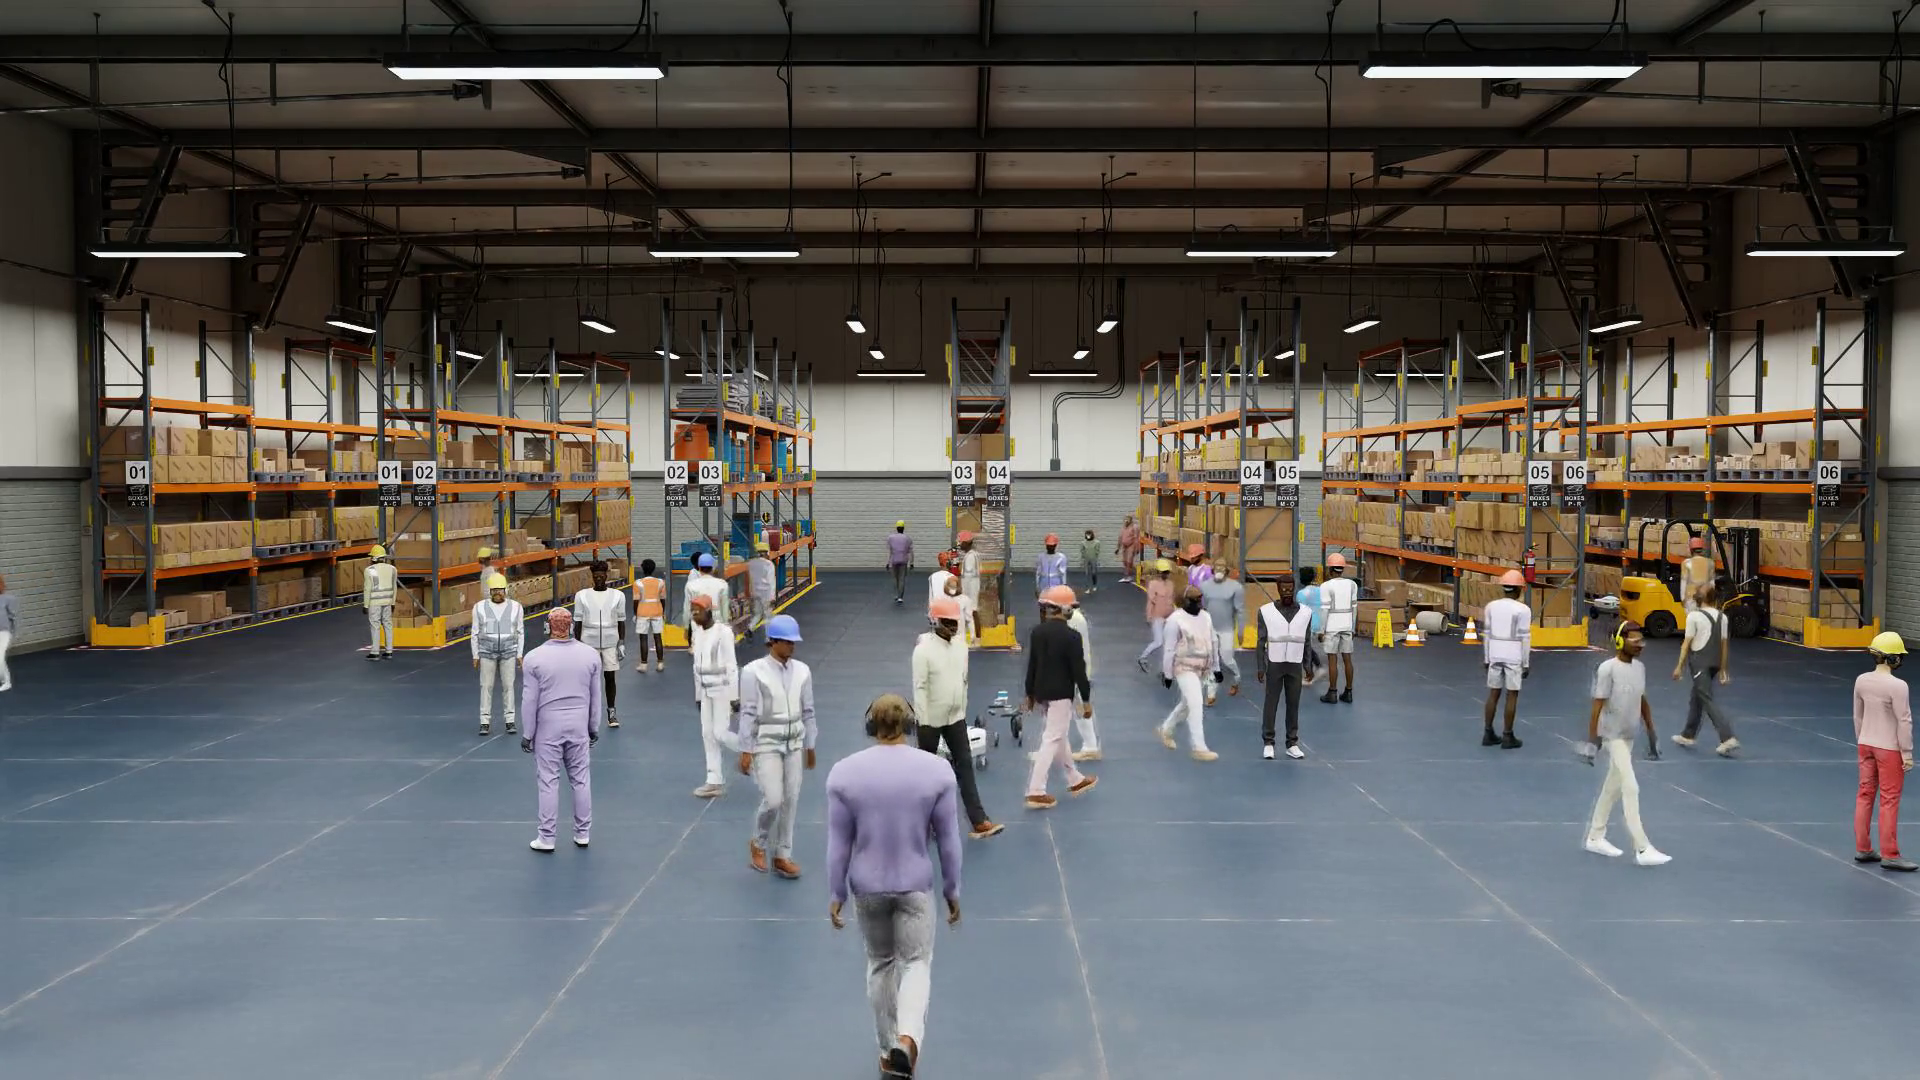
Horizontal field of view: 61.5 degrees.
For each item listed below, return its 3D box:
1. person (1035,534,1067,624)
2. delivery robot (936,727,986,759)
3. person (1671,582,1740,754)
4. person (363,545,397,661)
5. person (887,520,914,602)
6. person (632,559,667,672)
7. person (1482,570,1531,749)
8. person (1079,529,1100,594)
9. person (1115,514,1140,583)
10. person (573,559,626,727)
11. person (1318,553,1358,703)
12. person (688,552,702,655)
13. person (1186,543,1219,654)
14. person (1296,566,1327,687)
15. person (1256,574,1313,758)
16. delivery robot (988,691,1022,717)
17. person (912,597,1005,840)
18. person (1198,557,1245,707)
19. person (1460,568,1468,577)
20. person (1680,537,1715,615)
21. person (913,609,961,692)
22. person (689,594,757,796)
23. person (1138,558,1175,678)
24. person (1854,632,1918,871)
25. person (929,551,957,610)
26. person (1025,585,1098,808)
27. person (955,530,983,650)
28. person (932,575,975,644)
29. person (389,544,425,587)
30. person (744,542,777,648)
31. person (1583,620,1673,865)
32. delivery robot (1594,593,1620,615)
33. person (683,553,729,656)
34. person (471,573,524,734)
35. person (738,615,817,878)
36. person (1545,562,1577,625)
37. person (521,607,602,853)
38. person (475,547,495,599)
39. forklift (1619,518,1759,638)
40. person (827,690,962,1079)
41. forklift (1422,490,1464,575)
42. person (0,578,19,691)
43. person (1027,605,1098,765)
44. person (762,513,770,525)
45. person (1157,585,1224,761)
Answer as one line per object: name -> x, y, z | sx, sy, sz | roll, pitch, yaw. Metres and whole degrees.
person -> 1.582, 0.852, 28.447 | 0.581, 1.915, 0.677 | 1, 2, 14
delivery robot -> -0.061, 1.996, 15.935 | 0.477, 0.478, 0.707 | 2, 3, 38
person -> 7.977, 1.356, 17.222 | 0.525, 1.813, 0.937 | -1, 2, -24
person -> -9.292, 0.998, 25.820 | 0.404, 1.833, 0.600 | 2, 3, 34
person -> -1.382, 0.490, 37.765 | 0.620, 1.892, 0.857 | 0, 2, 5
person -> -4.663, 1.129, 24.225 | 0.540, 1.696, 0.317 | -1, 3, -32
person -> 5.973, 1.292, 17.573 | 0.444, 1.918, 0.552 | -2, 3, -40
person -> 3.230, 0.531, 40.237 | 0.518, 1.617, 0.366 | 1, 2, 16
person -> 4.556, 0.240, 44.271 | 0.504, 1.885, 0.749 | -2, 3, -40
person -> -4.217, 1.207, 18.914 | 0.610, 1.965, 0.364 | -1, 2, -16
person -> 4.895, 1.139, 20.986 | 0.542, 1.939, 0.363 | -1, 2, -20
person -> -4.321, 1.039, 26.503 | 0.317, 1.695, 0.540 | 0, 2, 1
person -> 3.792, 0.993, 25.094 | 0.687, 1.907, 0.560 | -1, 3, -31
person -> 4.845, 1.202, 22.487 | 0.347, 1.682, 0.556 | 2, 3, 44
person -> 3.393, 1.311, 16.911 | 0.595, 1.917, 0.373 | 0, 2, -7
delivery robot -> 0.475, 1.792, 17.855 | 0.335, 0.223, 0.698 | 0, 2, -11
person -> -0.053, 1.446, 12.961 | 0.653, 1.955, 0.938 | -2, 3, -42
person -> 3.382, 1.163, 20.785 | 0.641, 1.920, 0.724 | 1, 3, 30
person -> 12.366, 0.415, 39.224 | 0.630, 1.940, 0.372 | 0, 2, -9
person -> 12.229, 0.913, 26.768 | 0.559, 1.926, 0.512 | 0, 2, 8
person -> -0.191, 1.484, 16.340 | 0.508, 1.606, 0.770 | -1, 3, -26
person -> -2.185, 1.418, 14.934 | 0.646, 1.860, 0.631 | -2, 3, -42
person -> 2.902, 1.130, 23.519 | 0.539, 1.750, 0.507 | -2, 3, -41
person -> 6.969, 1.575, 12.168 | 0.311, 1.769, 0.522 | 0, 2, -12
person -> -0.198, 1.099, 22.702 | 0.355, 1.883, 0.575 | -2, 3, -43
person -> 0.941, 1.387, 14.487 | 0.997, 1.948, 0.646 | -2, 3, -37
person -> 0.031, 0.848, 27.280 | 0.796, 2.015, 0.648 | 0, 2, -1
person -> -0.084, 1.277, 21.551 | 0.565, 1.612, 0.403 | 0, 2, 7
person -> -10.773, 0.686, 31.637 | 0.684, 2.000, 0.535 | 0, 2, 8
person -> -3.391, 0.938, 27.583 | 0.650, 1.815, 0.534 | 2, 3, 38
person -> 5.127, 1.536, 12.298 | 0.580, 1.833, 0.891 | -2, 3, -36
delivery robot -> 13.266, 1.321, 32.930 | 0.477, 0.478, 0.707 | 0, 2, -11
person -> -3.359, 1.129, 21.449 | 0.614, 1.925, 0.802 | -1, 2, -23
person -> -5.279, 1.292, 18.444 | 0.590, 1.833, 0.404 | -1, 2, -20
person -> -1.316, 1.507, 11.802 | 0.630, 1.927, 0.441 | -2, 3, -42
person -> 11.485, 0.801, 30.816 | 0.652, 1.829, 0.446 | 0, 2, 2
person -> -3.152, 1.483, 12.728 | 0.651, 1.907, 0.409 | -2, 3, -35
person -> -7.890, 0.984, 27.189 | 0.524, 1.745, 0.528 | -1, 2, -23
forklift -> 13.417, 0.684, 29.791 | 2.313, 2.155, 1.214 | 0, 2, 0
person -> -0.317, 1.681, 7.724 | 0.654, 1.913, 0.747 | 0, 2, 0
forklift -> 13.926, -0.371, 47.846 | 1.873, 2.768, 1.129 | 0, 2, 0
person -> -13.070, 1.278, 21.844 | 0.528, 1.586, 0.847 | 0, 2, 1
person -> 1.042, 1.388, 16.557 | 0.885, 1.791, 0.641 | 0, 2, -7
person -> -5.669, 0.130, 47.223 | 0.329, 1.873, 0.512 | -1, 2, -15
person -> 2.378, 1.365, 16.989 | 0.618, 1.811, 0.891 | -2, 3, -43
